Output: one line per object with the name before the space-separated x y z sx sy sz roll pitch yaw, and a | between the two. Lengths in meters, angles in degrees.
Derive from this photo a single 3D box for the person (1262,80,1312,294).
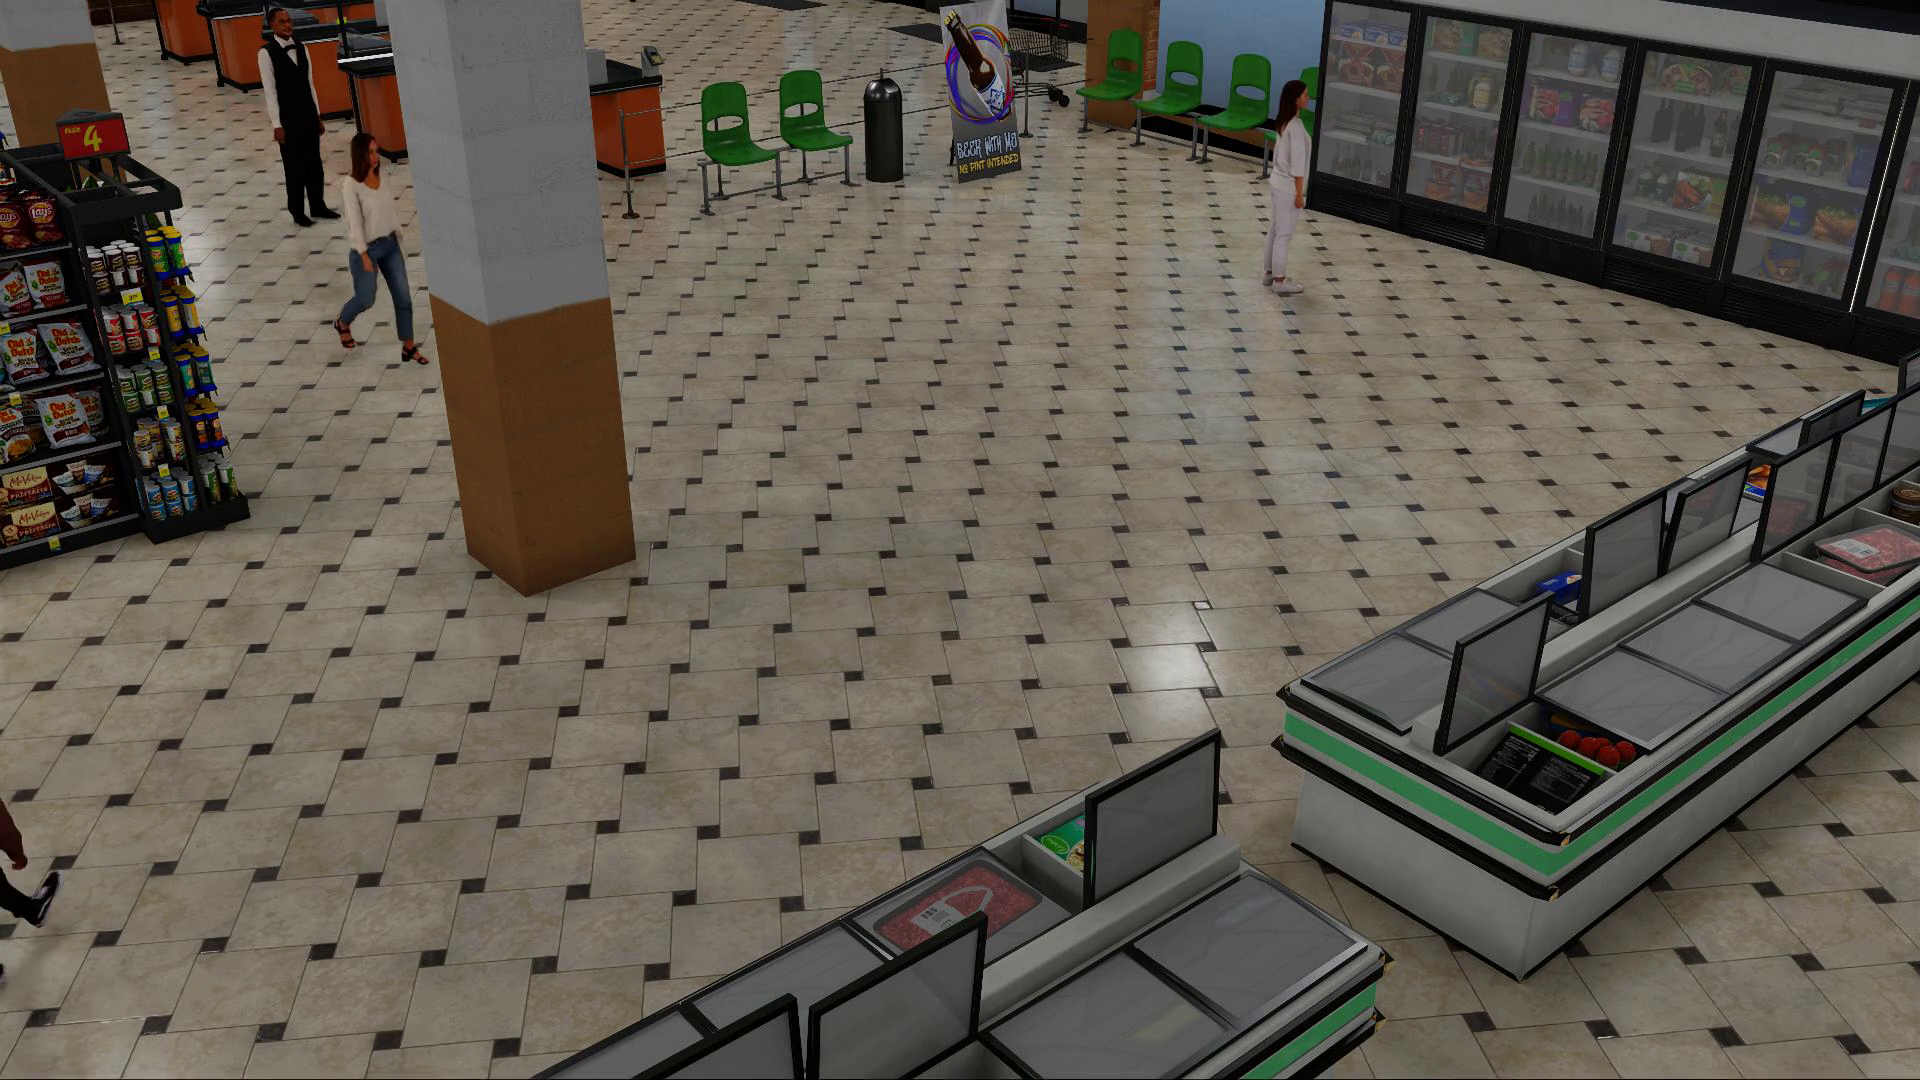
person | 2.635 -2.851 13.410 0.698 1.688 0.682 -4 27 -8

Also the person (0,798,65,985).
person | -3.637 1.159 6.015 0.828 1.224 0.930 4 27 8

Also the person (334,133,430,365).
person | -4.248 -2.060 11.890 0.883 1.651 1.046 16 31 28

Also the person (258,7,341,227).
person | -6.047 -3.855 15.132 0.826 1.919 0.646 15 31 27
